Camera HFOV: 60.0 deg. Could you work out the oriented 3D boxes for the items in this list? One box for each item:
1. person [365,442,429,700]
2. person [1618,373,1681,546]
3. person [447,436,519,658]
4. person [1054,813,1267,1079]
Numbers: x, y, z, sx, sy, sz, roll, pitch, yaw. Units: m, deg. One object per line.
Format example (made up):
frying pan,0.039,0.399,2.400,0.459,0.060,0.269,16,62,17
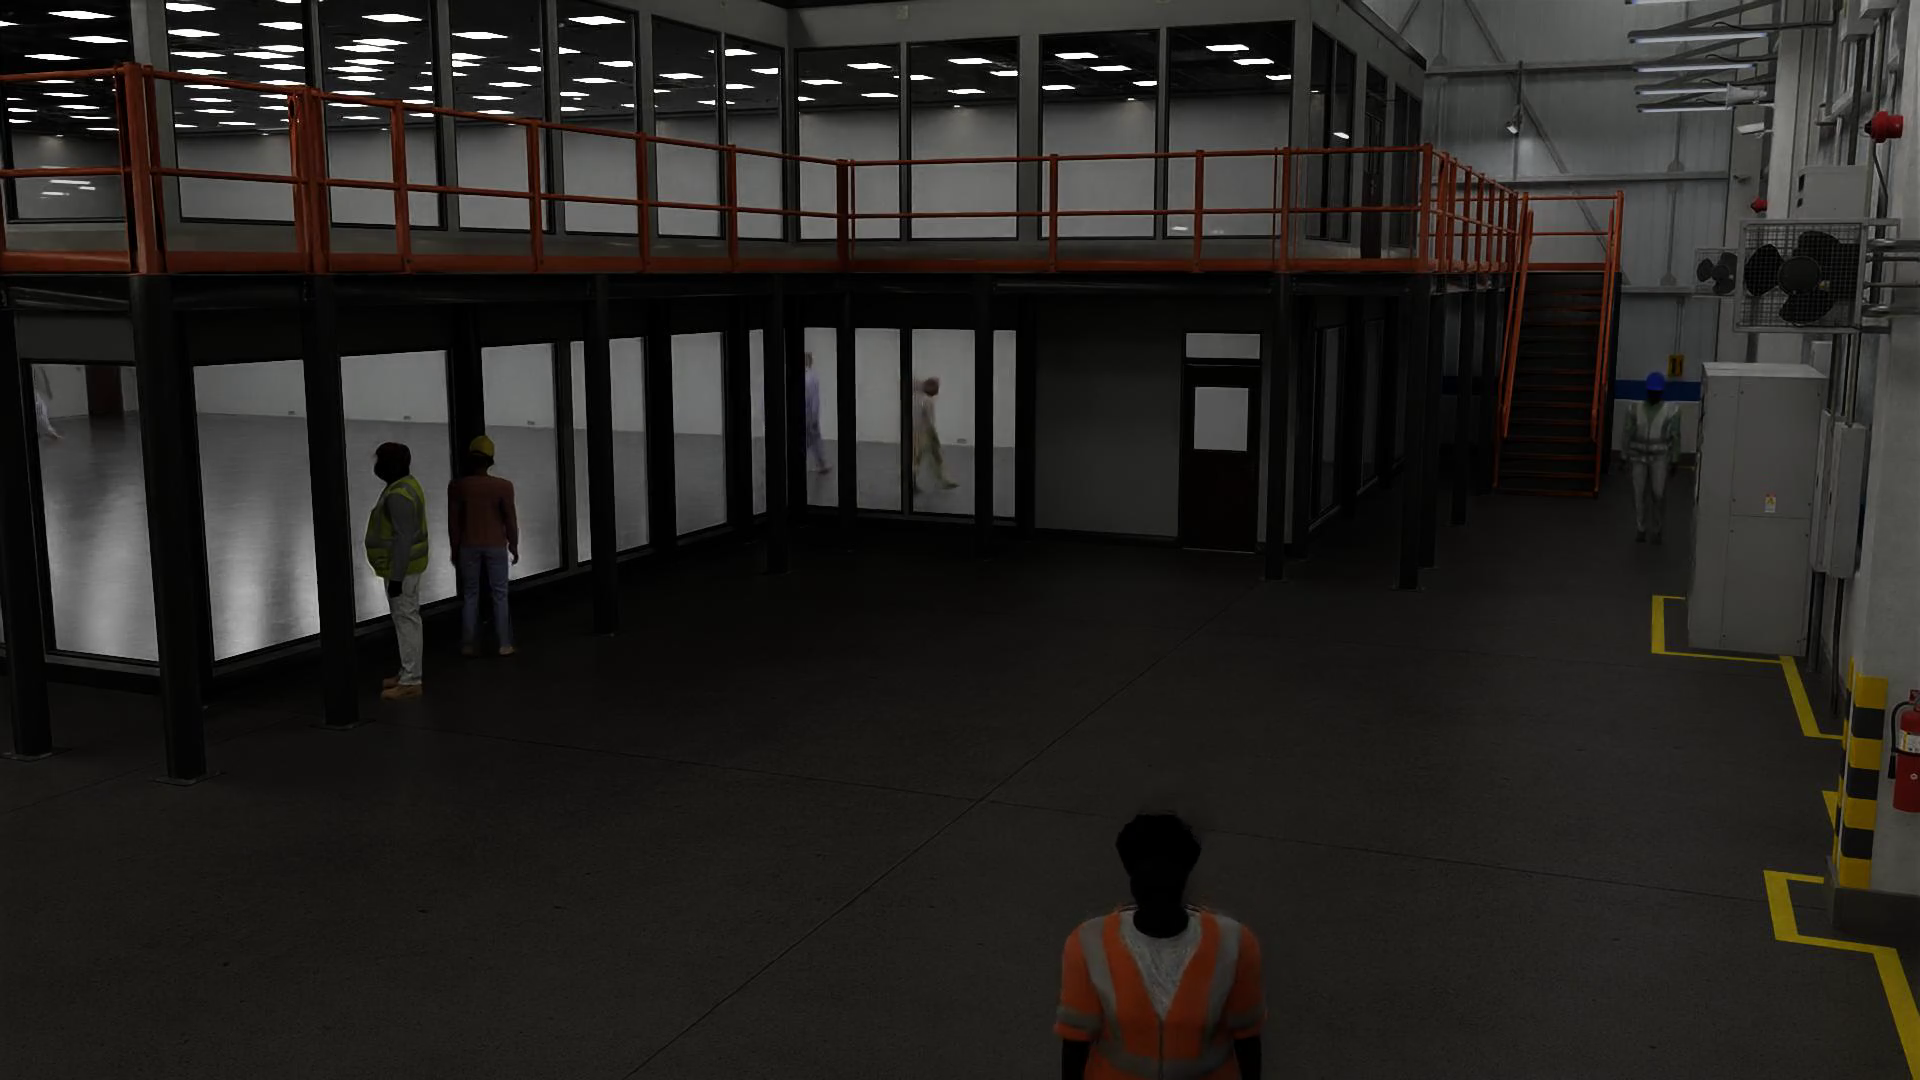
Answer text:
person,-4.035,0.214,11.942,0.429,1.846,0.626,-3,10,-16
person,7.667,-0.895,18.553,0.614,1.924,0.726,6,11,32
person,-3.771,0.067,13.166,0.544,1.769,0.332,-1,9,-4
person,0.519,1.522,4.347,0.561,1.678,0.434,2,9,9
